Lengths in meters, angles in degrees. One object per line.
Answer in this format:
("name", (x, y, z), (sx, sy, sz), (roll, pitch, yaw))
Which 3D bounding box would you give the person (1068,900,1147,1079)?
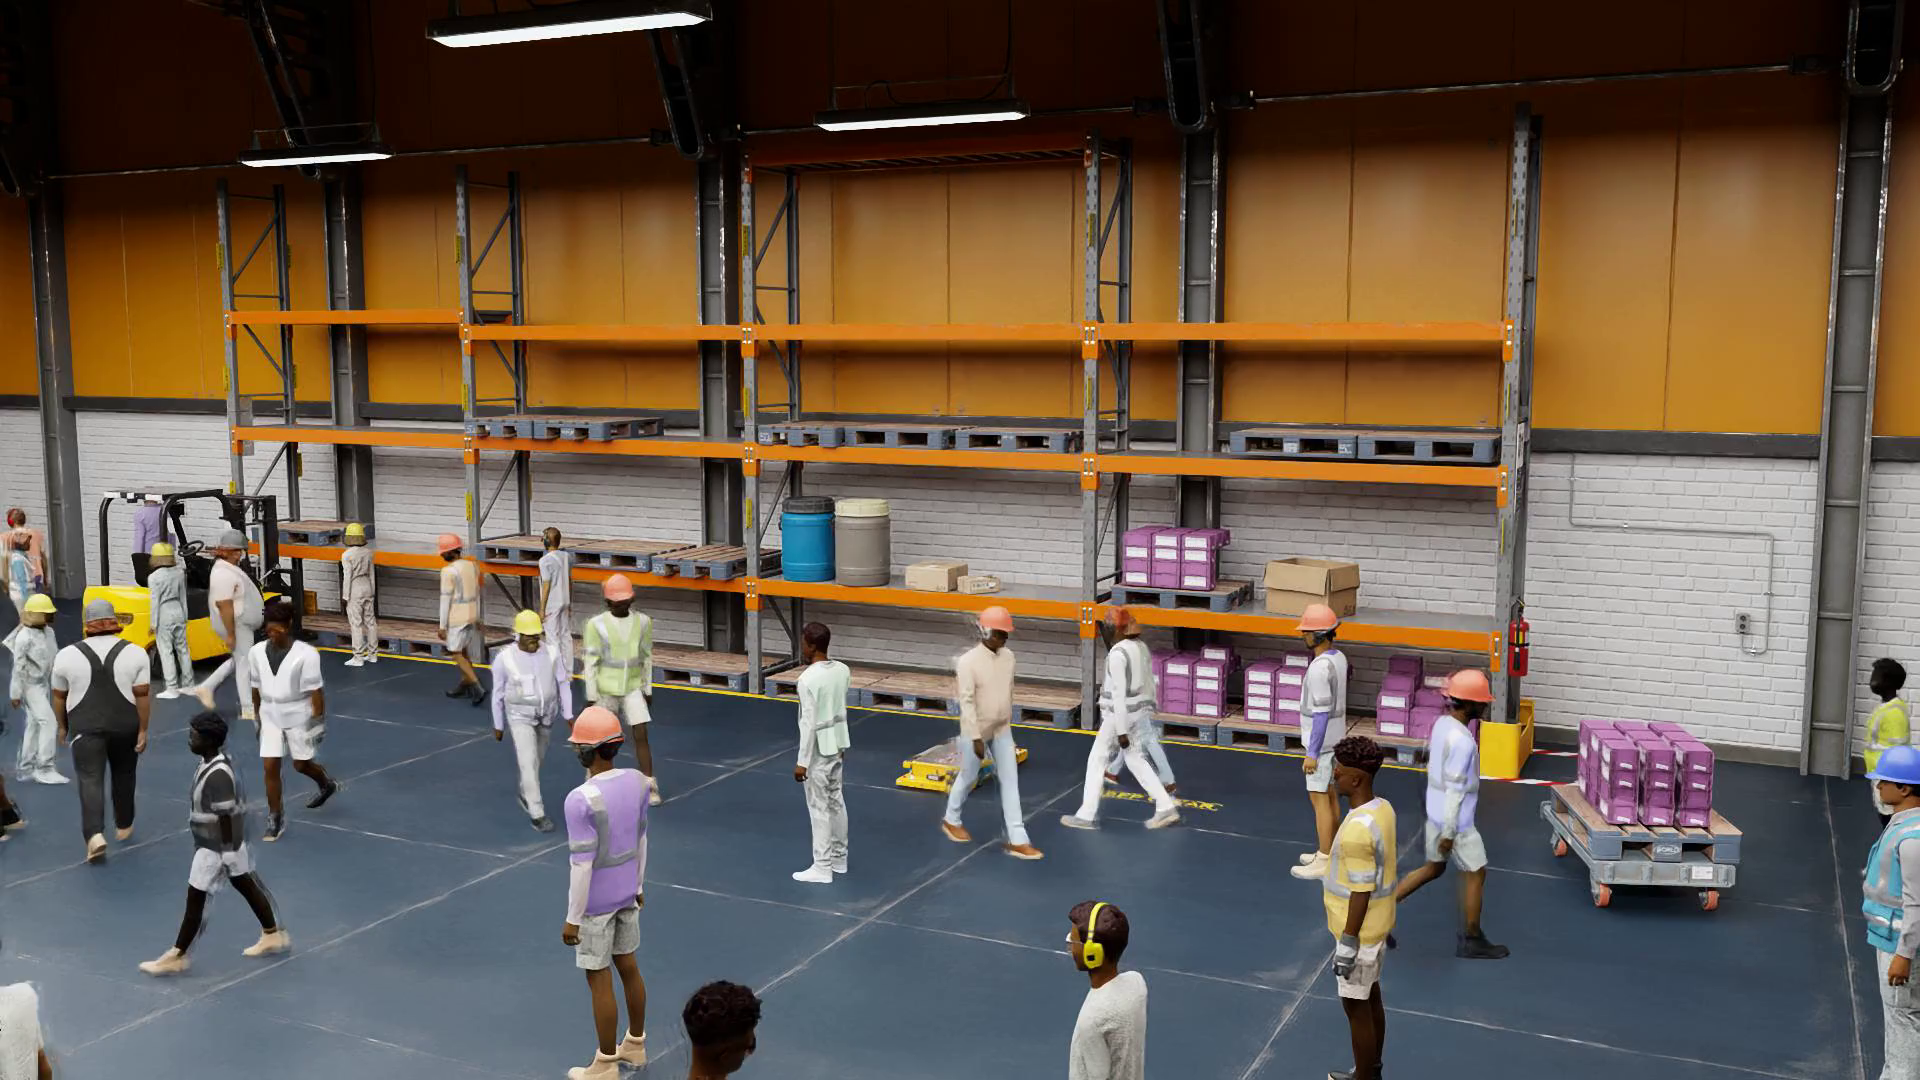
("person", (0.539, 2.290, 6.354), (0.312, 1.865, 0.537), (3, 8, 26))

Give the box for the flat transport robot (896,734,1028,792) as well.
("flat transport robot", (0.035, 2.016, 15.148), (0.652, 0.197, 1.431), (3, 8, 26))

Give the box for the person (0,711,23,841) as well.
("person", (-7.712, 1.459, 13.026), (0.387, 1.911, 0.712), (-2, 7, -16))

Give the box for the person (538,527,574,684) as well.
("person", (-4.636, 0.765, 19.035), (0.330, 1.844, 0.519), (3, 8, 26))

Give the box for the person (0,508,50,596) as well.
("person", (-12.005, 0.501, 21.389), (0.533, 1.807, 0.565), (3, 7, 23))

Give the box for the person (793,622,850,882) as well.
("person", (-1.007, 1.553, 12.231), (0.375, 1.915, 0.599), (3, 8, 26))

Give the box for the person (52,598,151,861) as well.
("person", (-6.637, 1.412, 12.892), (0.686, 2.000, 1.013), (-3, 8, -24))

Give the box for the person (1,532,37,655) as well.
("person", (-11.564, 0.702, 20.487), (0.415, 1.624, 0.523), (-3, 7, -22))

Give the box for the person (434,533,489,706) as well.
("person", (-5.381, 0.857, 18.098), (0.757, 1.899, 0.579), (2, 7, 20))

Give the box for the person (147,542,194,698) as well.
("person", (-8.800, 0.893, 18.470), (0.426, 1.729, 0.525), (3, 7, 20))

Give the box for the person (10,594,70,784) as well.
("person", (-8.184, 1.332, 14.870), (0.639, 1.719, 0.512), (0, 7, -4))

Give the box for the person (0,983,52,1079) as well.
("person", (-3.588, 2.318, 6.243), (0.382, 1.843, 0.581), (1, 7, 7))

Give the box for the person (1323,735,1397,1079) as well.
("person", (2.047, 1.973, 8.555), (0.361, 1.964, 0.616), (3, 8, 26))

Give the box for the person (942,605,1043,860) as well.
("person", (0.208, 1.461, 12.917), (0.607, 1.940, 1.003), (-5, 9, -36))

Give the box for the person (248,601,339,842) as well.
("person", (-5.404, 1.404, 13.466), (0.650, 1.924, 0.833), (1, 7, 5))

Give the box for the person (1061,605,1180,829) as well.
("person", (1.350, 1.447, 13.507), (0.902, 1.847, 0.582), (3, 8, 23))

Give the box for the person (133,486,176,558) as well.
("person", (-11.439, 0.185, 23.581), (0.406, 1.904, 0.654), (3, 8, 26))

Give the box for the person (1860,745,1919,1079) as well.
("person", (4.751, 1.999, 8.416), (0.396, 1.946, 0.617), (3, 8, 26))

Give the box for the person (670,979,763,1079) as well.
("person", (-0.801, 2.368, 5.415), (0.647, 1.938, 0.421), (3, 8, 24))

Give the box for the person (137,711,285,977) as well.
("person", (-4.723, 1.894, 10.500), (0.861, 1.648, 0.543), (-3, 8, -26))

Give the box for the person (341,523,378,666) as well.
("person", (-7.362, 0.660, 20.321), (0.309, 1.743, 0.494), (3, 8, 26))

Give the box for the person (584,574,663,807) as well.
("person", (-2.939, 1.267, 14.377), (0.631, 1.976, 1.020), (-4, 8, -30))

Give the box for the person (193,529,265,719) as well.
("person", (-7.627, 0.868, 17.387), (0.704, 2.000, 0.684), (-3, 7, -21))

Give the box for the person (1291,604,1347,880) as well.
("person", (2.643, 1.484, 12.295), (0.387, 2.039, 0.616), (3, 8, 26))

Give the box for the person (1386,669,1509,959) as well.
("person", (3.073, 1.754, 10.660), (0.864, 1.906, 0.547), (0, 7, -2))

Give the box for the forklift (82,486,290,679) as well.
("forklift", (-9.426, 0.454, 20.179), (1.214, 2.155, 2.313), (3, 8, 26))

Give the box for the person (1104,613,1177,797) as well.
("person", (1.553, 1.433, 14.605), (0.855, 1.581, 0.547), (4, 8, 31))

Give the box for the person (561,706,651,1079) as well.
("person", (-1.914, 1.896, 8.881), (0.382, 2.041, 0.616), (3, 8, 26))

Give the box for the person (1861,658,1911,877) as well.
("person", (6.704, 1.694, 12.020), (0.332, 1.690, 0.574), (3, 7, 21))

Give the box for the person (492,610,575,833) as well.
("person", (-3.530, 1.443, 13.707), (0.587, 1.787, 0.911), (-6, 9, -39))
